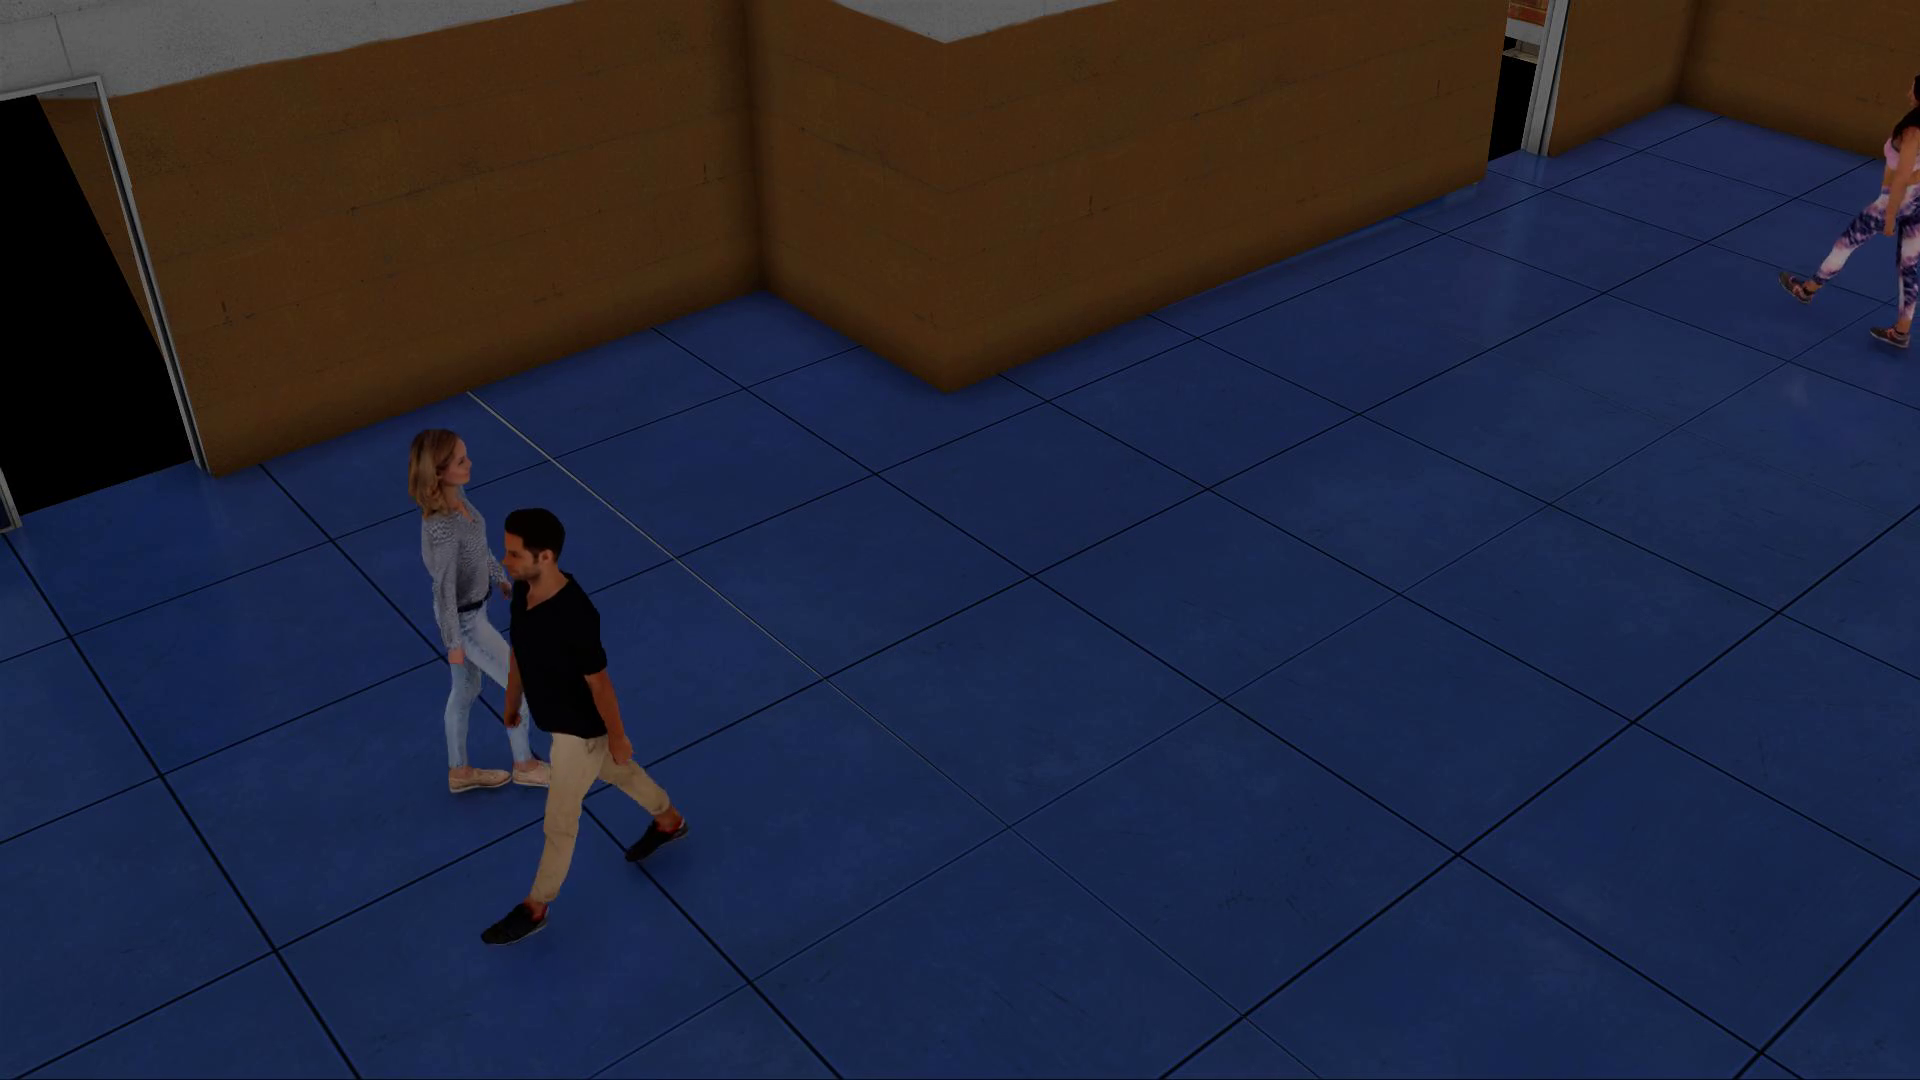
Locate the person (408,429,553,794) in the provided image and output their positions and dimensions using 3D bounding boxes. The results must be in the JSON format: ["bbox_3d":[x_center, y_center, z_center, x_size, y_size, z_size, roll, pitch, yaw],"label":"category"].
[{"bbox_3d":[-2.110,0.342,6.818,0.834,1.773,0.818,-8,35,-12],"label":"person"}]

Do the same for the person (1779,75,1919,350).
[{"bbox_3d":[5.959,-2.010,10.405,0.775,1.717,1.214,-17,37,-24],"label":"person"}]

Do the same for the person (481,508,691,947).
[{"bbox_3d":[-1.379,0.647,6.307,0.739,1.807,1.113,-23,40,-30],"label":"person"}]
